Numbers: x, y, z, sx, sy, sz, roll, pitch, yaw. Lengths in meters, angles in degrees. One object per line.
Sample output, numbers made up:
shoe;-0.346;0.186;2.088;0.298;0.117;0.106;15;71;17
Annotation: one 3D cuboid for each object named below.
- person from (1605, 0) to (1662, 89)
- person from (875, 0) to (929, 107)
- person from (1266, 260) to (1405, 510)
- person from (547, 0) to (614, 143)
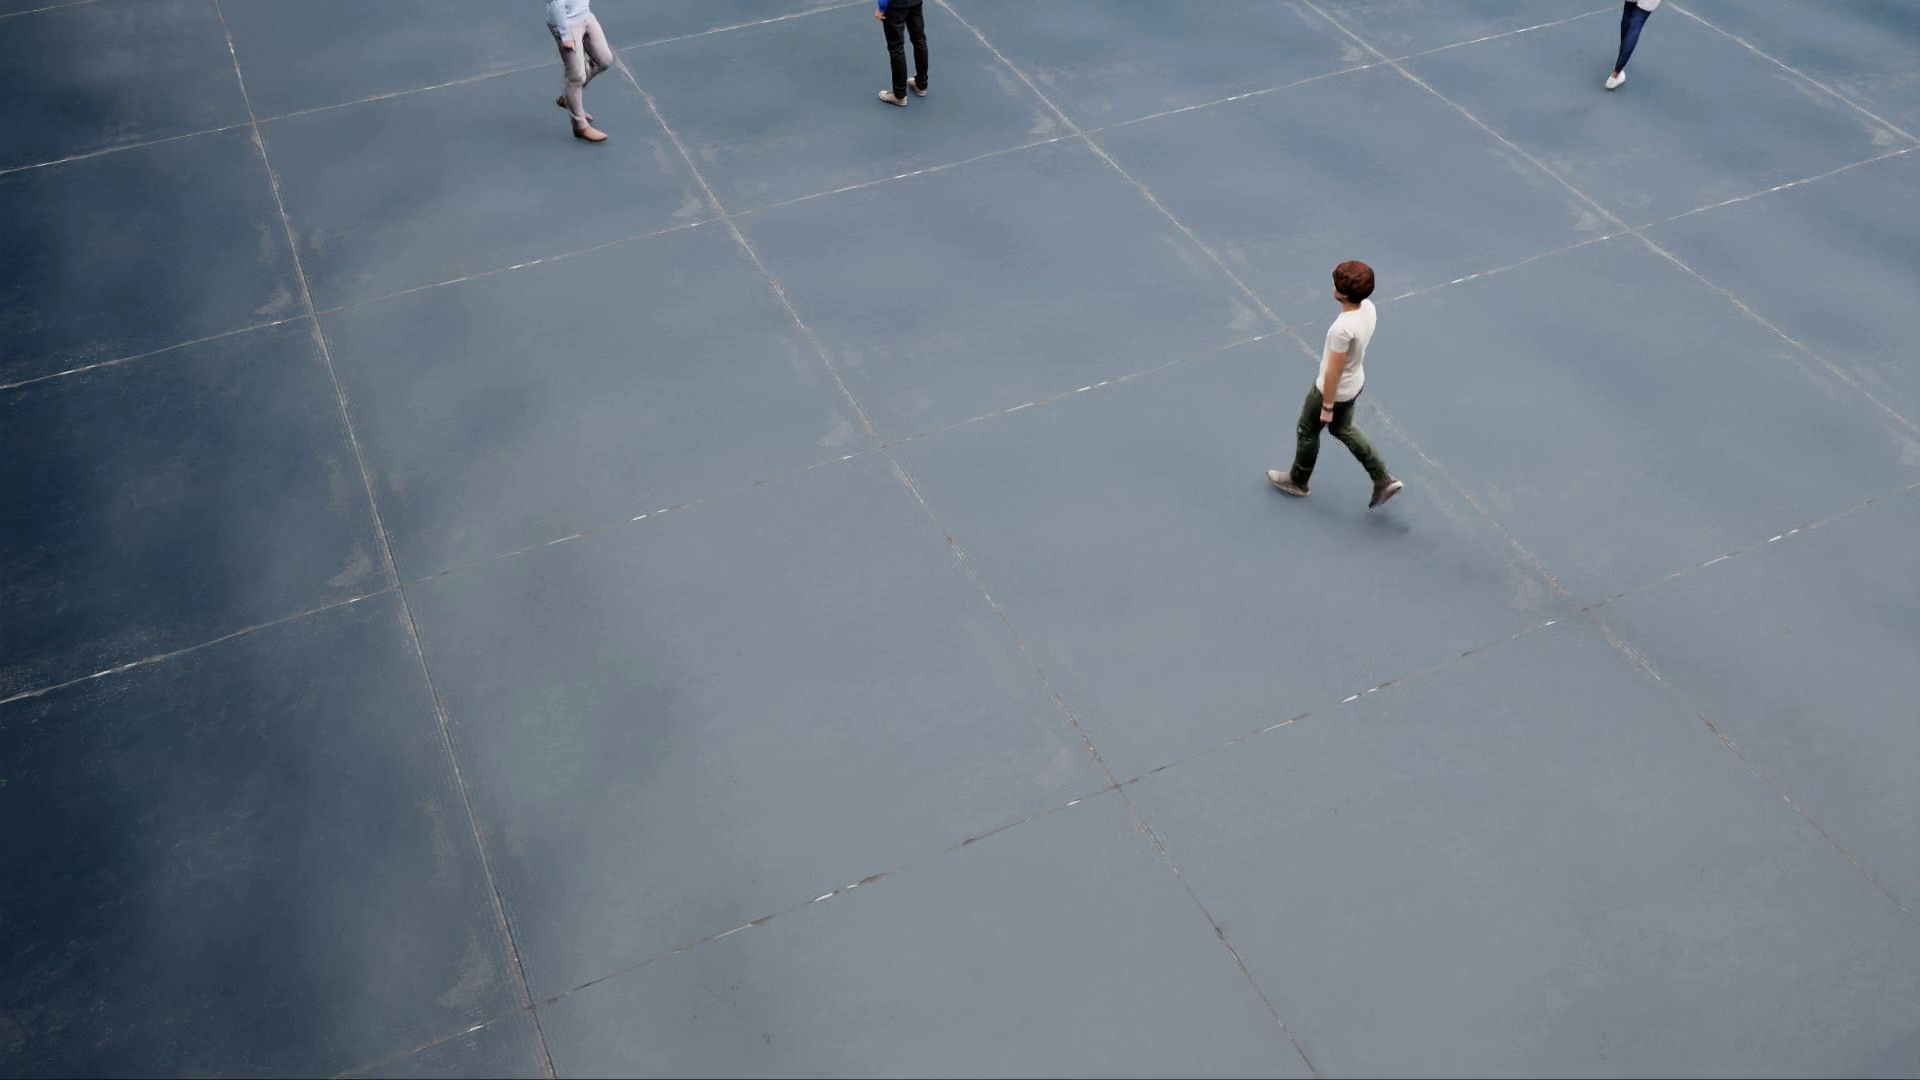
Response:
person;5.504;-4.490;13.403;1.058;1.744;1.005;25;48;25
person;-0.455;-4.329;13.217;0.693;1.756;0.641;-30;50;-29
person;2.222;-0.828;9.453;1.112;1.633;0.916;24;48;24
person;-3.043;-3.957;12.715;0.914;1.881;0.854;12;44;13
